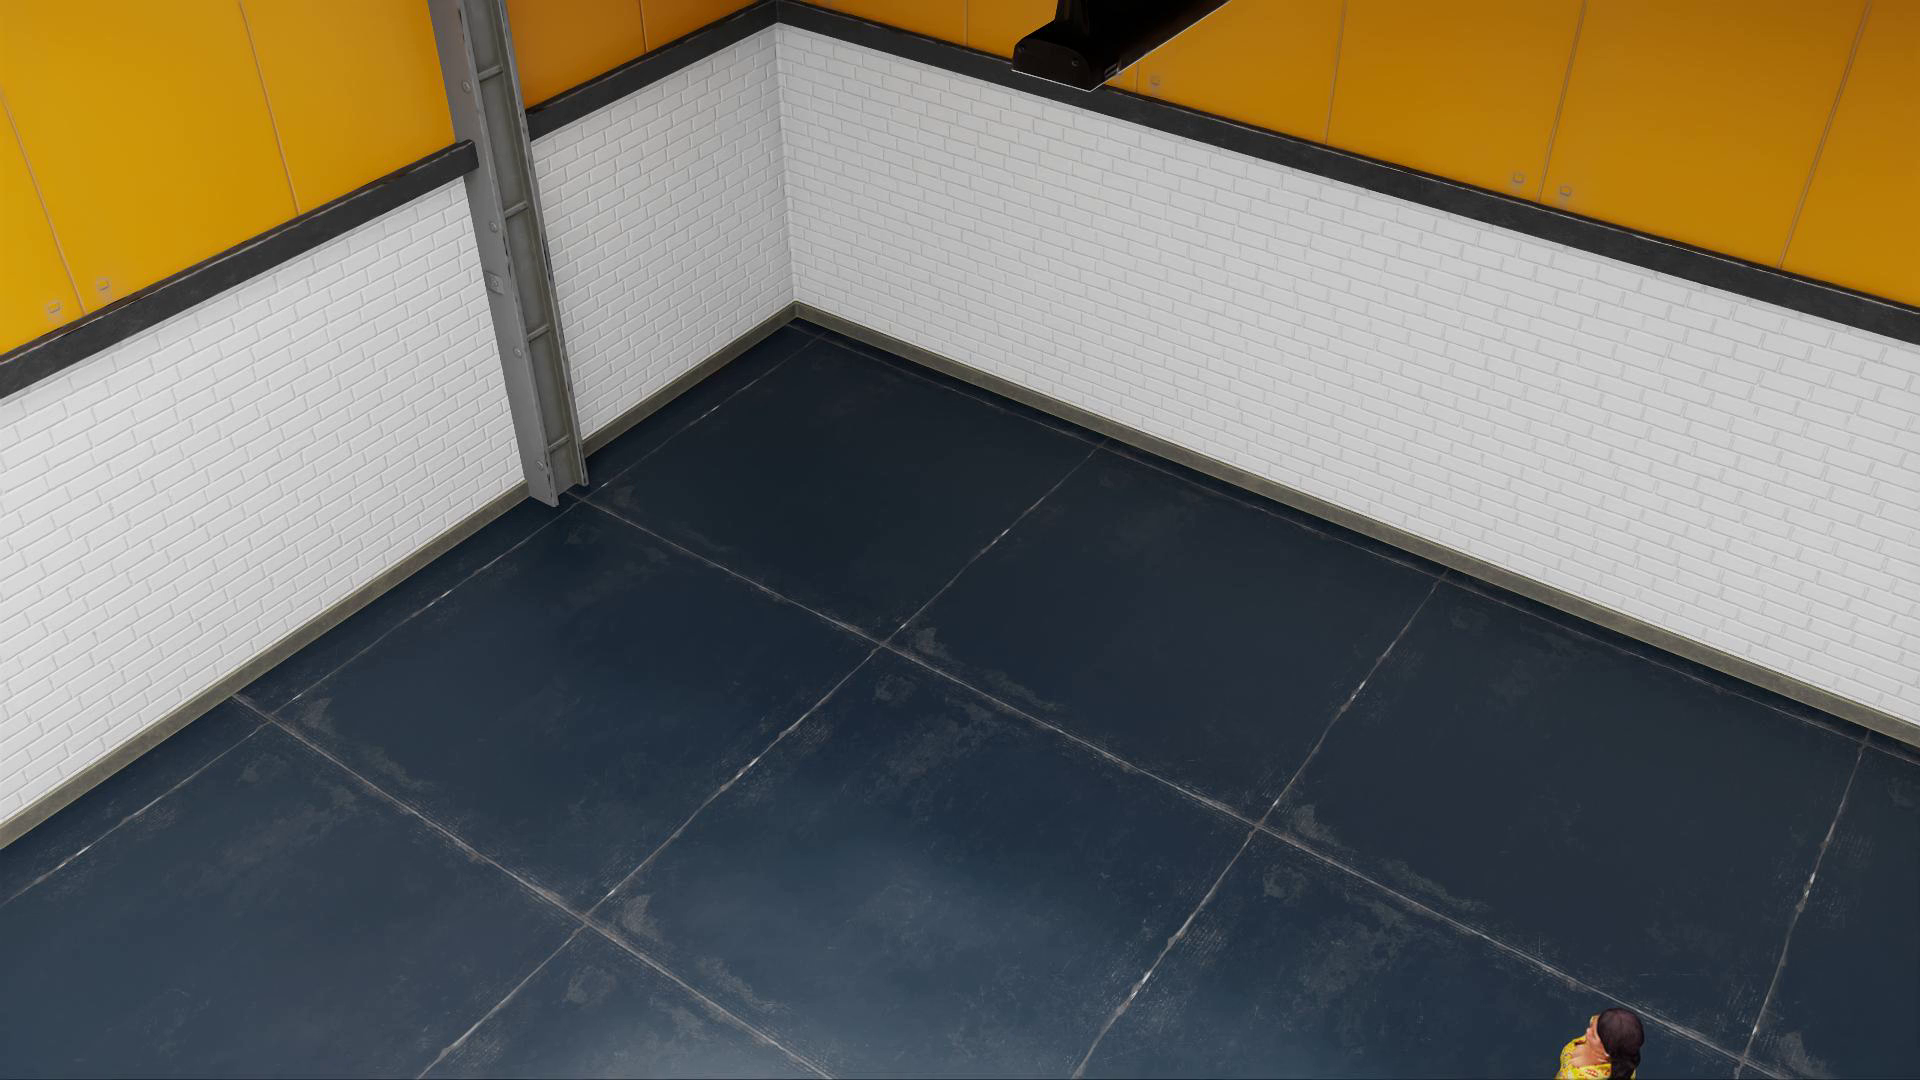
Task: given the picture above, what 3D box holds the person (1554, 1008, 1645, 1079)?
[{"bbox_3d":[3.013,2.796,8.047,1.033,1.661,0.890,8,39,9],"label":"person"}]
